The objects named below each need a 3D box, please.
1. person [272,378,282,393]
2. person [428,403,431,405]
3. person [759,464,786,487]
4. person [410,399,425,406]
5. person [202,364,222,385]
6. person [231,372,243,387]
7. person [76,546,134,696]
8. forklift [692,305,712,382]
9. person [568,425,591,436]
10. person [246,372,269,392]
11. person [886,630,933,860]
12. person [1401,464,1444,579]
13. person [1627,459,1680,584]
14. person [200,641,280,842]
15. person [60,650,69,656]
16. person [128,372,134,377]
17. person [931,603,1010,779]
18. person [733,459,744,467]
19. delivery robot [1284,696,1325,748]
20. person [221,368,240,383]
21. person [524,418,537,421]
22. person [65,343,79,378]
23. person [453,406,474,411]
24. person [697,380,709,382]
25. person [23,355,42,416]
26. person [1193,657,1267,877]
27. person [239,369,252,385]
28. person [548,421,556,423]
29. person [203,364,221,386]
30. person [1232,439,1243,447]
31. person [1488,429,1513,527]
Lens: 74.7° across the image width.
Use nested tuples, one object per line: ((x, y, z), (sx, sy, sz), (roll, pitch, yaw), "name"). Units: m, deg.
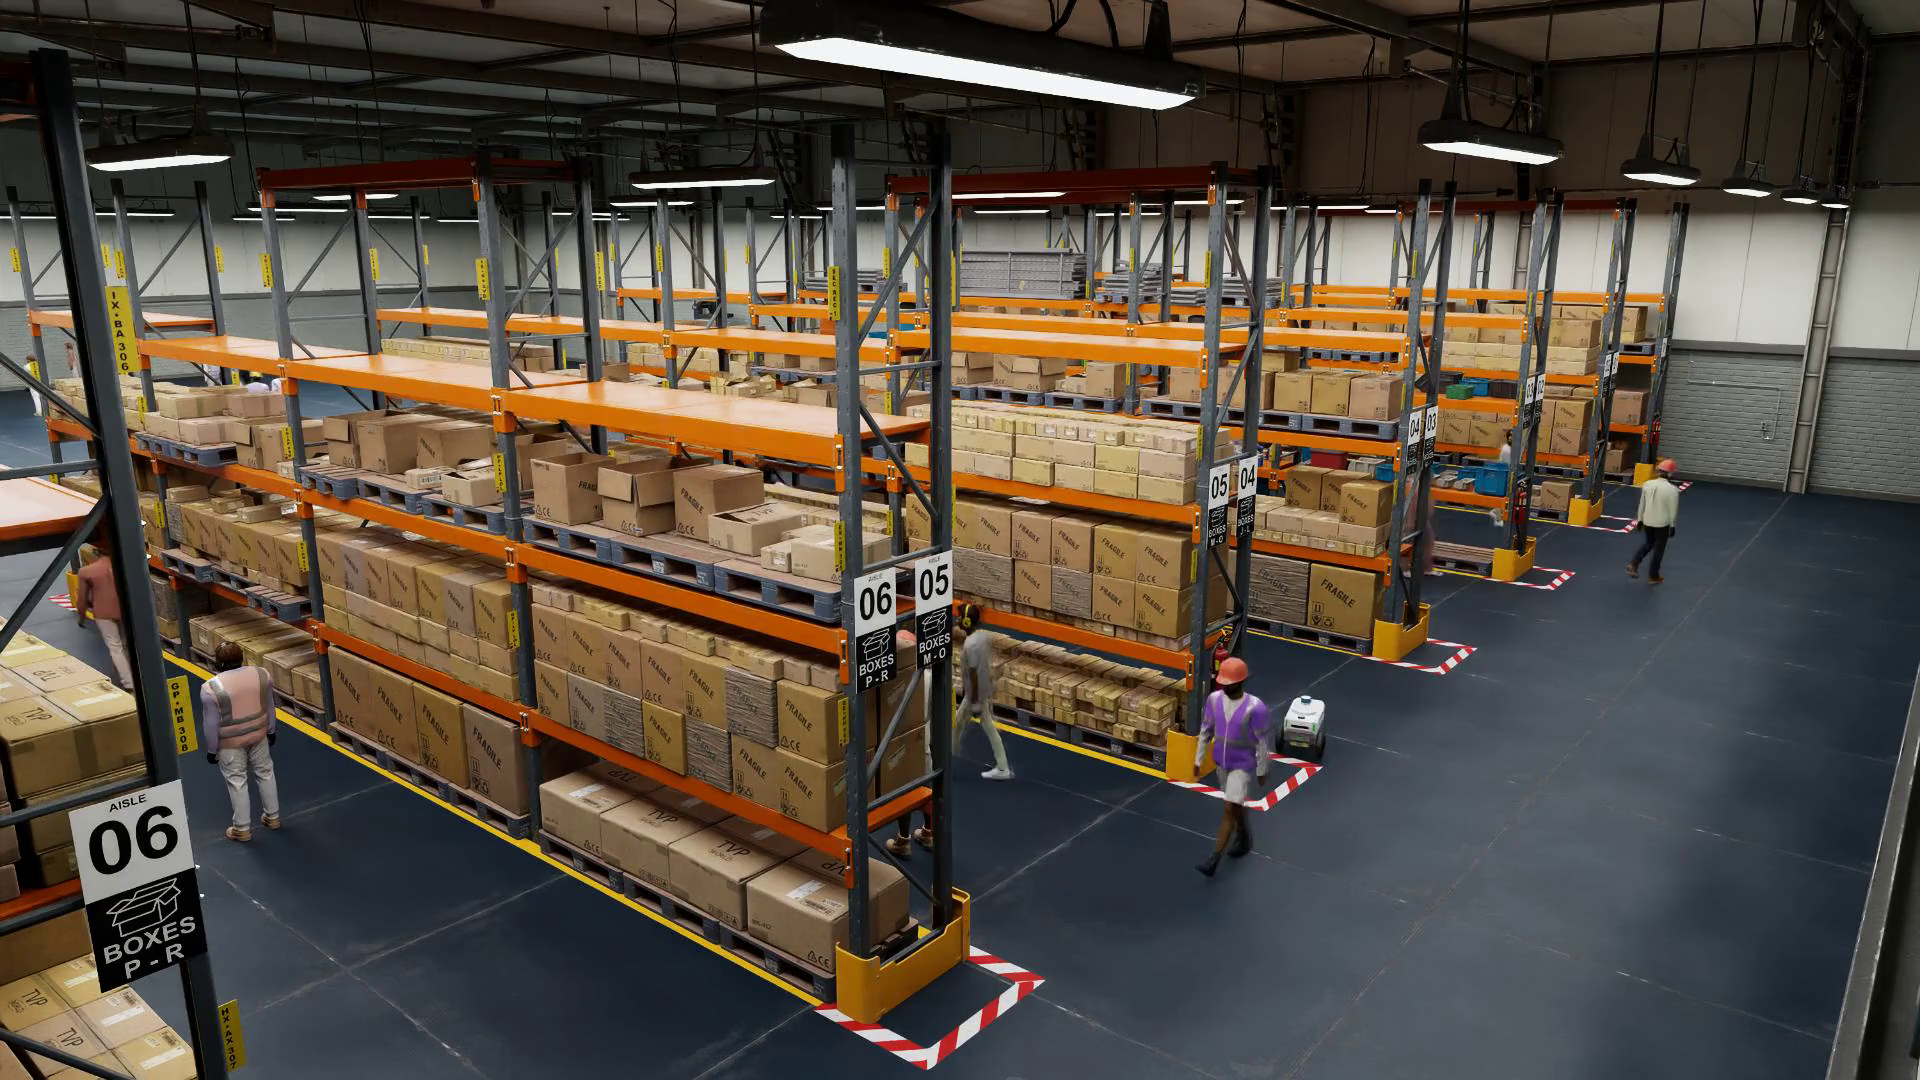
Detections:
((-17.872, -3.617, 33.396), (0.618, 1.965, 1.007), (-7, 15, -28), "person")
((-16.915, -5.002, 39.548), (0.542, 1.755, 0.595), (-4, 14, -15), "person")
((-3.001, -0.253, 19.772), (0.903, 1.874, 0.587), (9, 16, 32), "person")
((-12.540, -2.572, 29.393), (0.717, 1.828, 0.525), (2, 14, 8), "person")
((-24.593, -5.512, 41.474), (0.624, 1.841, 0.430), (-3, 14, -13), "person")
((-18.992, -3.439, 32.837), (0.766, 1.881, 0.678), (-8, 16, -29), "person")
((-10.135, 0.865, 15.027), (1.022, 1.939, 0.623), (11, 17, 38), "person")
((-9.511, -7.392, 47.124), (1.873, 2.768, 1.129), (11, 17, 38), "forklift")
((-8.336, -2.245, 27.933), (0.672, 1.885, 0.609), (-5, 15, -21), "person")
((-18.432, -3.514, 33.171), (0.597, 1.876, 0.944), (-4, 14, -15), "person")
((-0.467, 1.778, 11.061), (0.613, 2.039, 0.393), (-10, 17, -34), "person")
((7.398, -0.293, 19.918), (0.796, 1.878, 0.669), (7, 15, 25), "person")
((10.880, -0.281, 19.678), (0.555, 1.973, 0.624), (-5, 15, -20), "person")
((-6.510, 1.798, 11.397), (0.429, 1.842, 0.635), (8, 16, 31), "person")
((-8.092, 1.841, 11.447), (0.483, 1.737, 0.320), (3, 14, 14), "person")
((-25.195, -4.729, 37.955), (0.617, 1.985, 0.416), (0, 14, 1), "person")
((0.080, 1.514, 12.614), (0.968, 1.814, 0.549), (5, 14, 18), "person")
((-3.775, -0.527, 21.329), (0.602, 1.662, 0.518), (-1, 14, -6), "person")
((3.699, 1.911, 13.507), (0.477, 0.478, 0.707), (6, 15, 23), "delivery robot")
((-23.252, -5.110, 40.169), (0.551, 1.657, 0.583), (-1, 14, -3), "person")
((-9.691, -2.282, 28.123), (0.541, 1.889, 0.981), (-7, 15, -27), "person")
((-31.344, -6.143, 44.480), (0.315, 1.641, 0.515), (-8, 16, -29), "person")
((-12.979, -3.455, 32.930), (0.568, 1.887, 1.002), (-9, 16, -33), "person")
((-8.149, -5.179, 39.945), (0.763, 1.911, 0.605), (0, 14, 2), "person")
((-27.979, -4.688, 38.134), (0.433, 1.820, 0.657), (5, 15, 20), "person")
((2.271, 1.919, 10.792), (0.985, 1.882, 0.574), (-13, 19, -43), "person")
((-23.720, -5.612, 41.550), (0.694, 2.000, 1.035), (-6, 15, -24), "person")
((-10.611, -3.417, 32.735), (0.604, 1.897, 0.963), (-6, 15, -24), "person")
((-23.806, -5.179, 40.113), (0.404, 1.831, 0.600), (6, 15, 24), "person")
((5.709, -1.767, 25.976), (0.995, 1.896, 0.564), (7, 16, 28), "person")
((10.254, -1.165, 23.565), (0.392, 1.852, 0.547), (7, 15, 26), "person")
